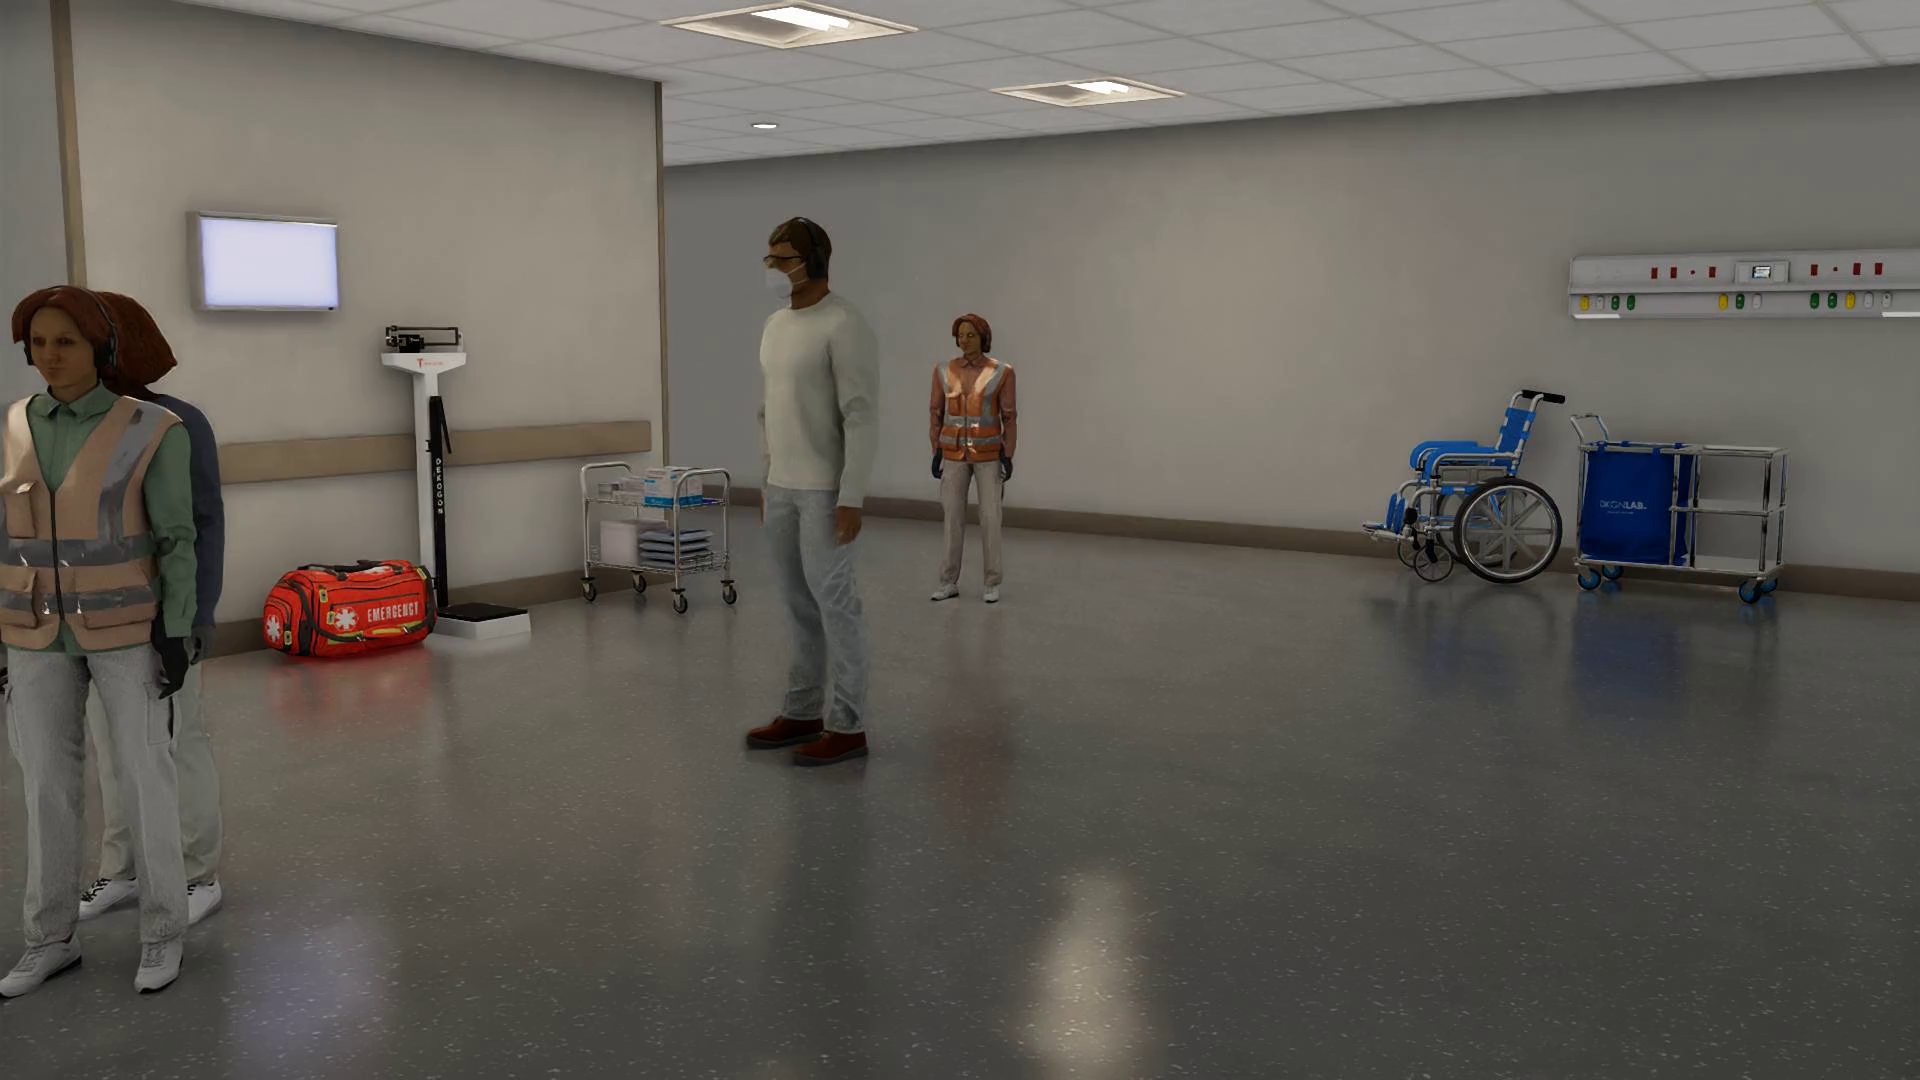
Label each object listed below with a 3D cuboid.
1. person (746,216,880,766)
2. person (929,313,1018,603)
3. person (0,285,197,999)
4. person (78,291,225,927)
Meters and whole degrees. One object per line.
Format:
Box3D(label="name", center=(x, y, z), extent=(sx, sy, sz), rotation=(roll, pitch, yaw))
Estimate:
Box3D(label="person", center=(-0.529, -0.172, 5.945), extent=(0.356, 1.936, 0.635), rotation=(-5, 9, -37))
Box3D(label="person", center=(0.074, -0.462, 9.459), extent=(0.515, 1.641, 0.315), rotation=(2, 7, 18))
Box3D(label="person", center=(-2.029, 0.236, 3.862), extent=(0.513, 1.638, 0.307), rotation=(-1, 7, -4))
Box3D(label="person", center=(-2.124, 0.187, 4.271), extent=(0.507, 1.632, 0.272), rotation=(2, 7, 16))
